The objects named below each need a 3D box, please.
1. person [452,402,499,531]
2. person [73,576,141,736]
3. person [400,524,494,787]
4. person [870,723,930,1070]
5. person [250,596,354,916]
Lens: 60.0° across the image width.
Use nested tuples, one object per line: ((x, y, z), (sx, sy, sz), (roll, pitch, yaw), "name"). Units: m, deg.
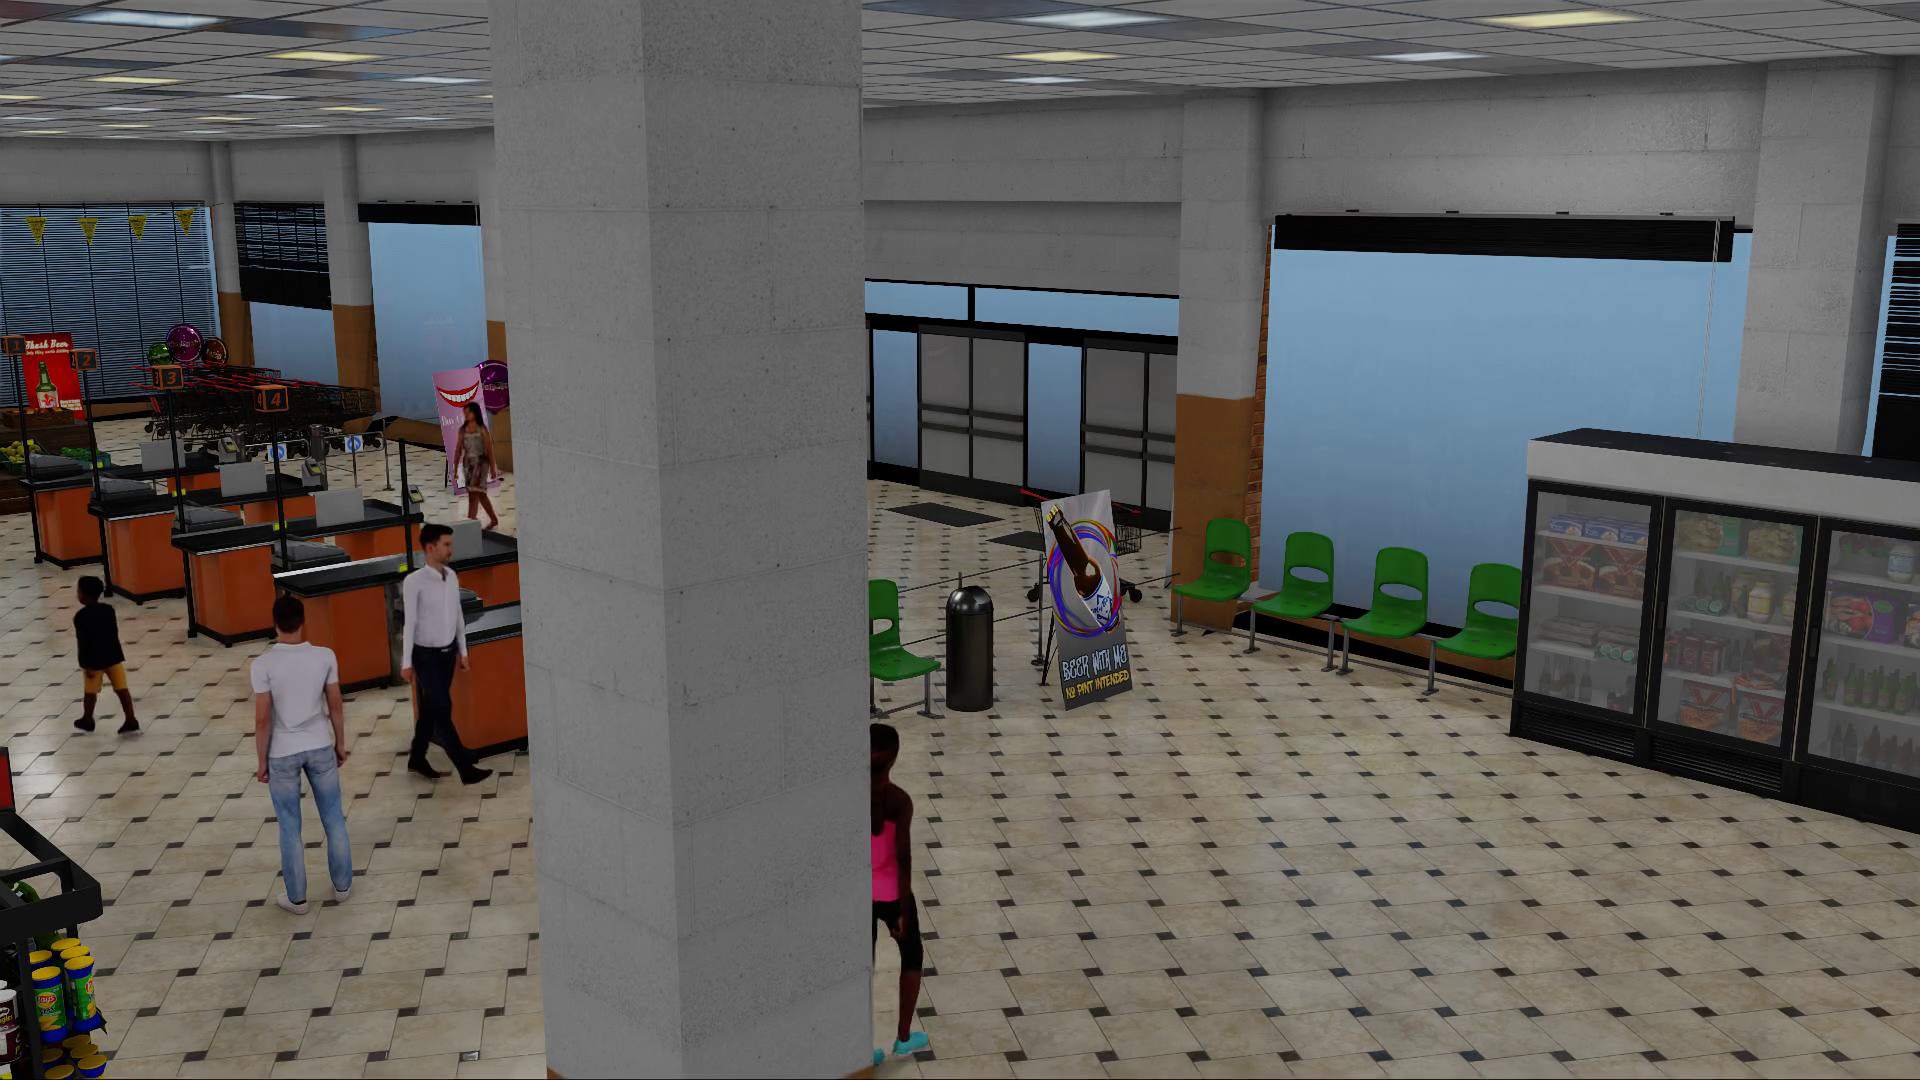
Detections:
((-5.790, -0.839, 20.073), (0.950, 1.593, 1.227), (4, 13, 20), "person")
((-6.477, 0.902, 12.647), (0.707, 1.244, 0.850), (7, 14, 29), "person")
((-3.761, 0.803, 11.688), (0.911, 1.835, 1.144), (7, 14, 31), "person")
((-0.435, 1.705, 7.712), (0.688, 1.707, 0.780), (4, 13, 20), "person")
((-3.811, 1.231, 9.616), (0.505, 1.850, 0.737), (-9, 15, -38), "person")
